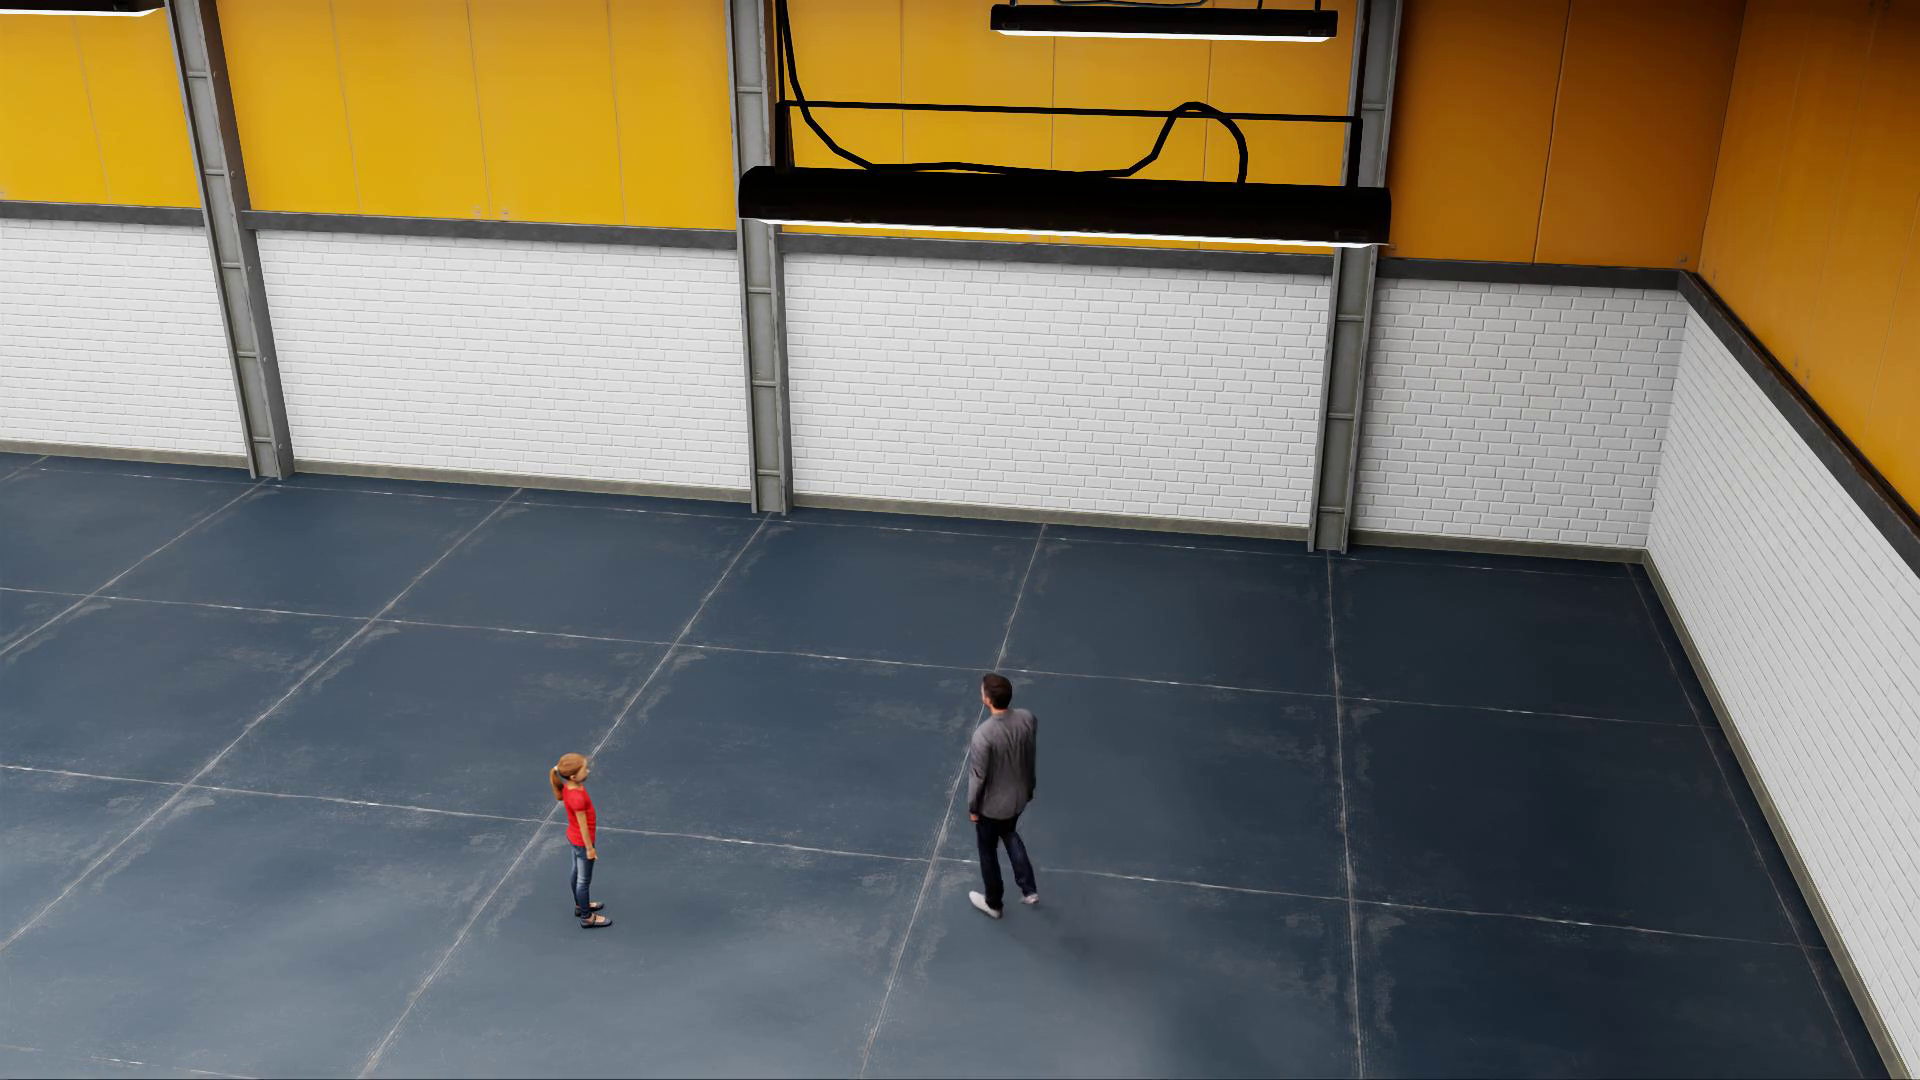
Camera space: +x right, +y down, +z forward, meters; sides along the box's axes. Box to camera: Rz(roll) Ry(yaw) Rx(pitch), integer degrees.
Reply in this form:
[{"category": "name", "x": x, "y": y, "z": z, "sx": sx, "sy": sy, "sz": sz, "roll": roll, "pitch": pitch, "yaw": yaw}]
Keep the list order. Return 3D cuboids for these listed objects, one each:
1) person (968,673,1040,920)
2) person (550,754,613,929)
[{"category": "person", "x": 0.333, "y": 1.772, "z": 11.195, "sx": 0.902, "sy": 1.857, "sz": 0.962, "roll": -17, "pitch": 29, "yaw": -33}, {"category": "person", "x": -2.583, "y": 2.025, "z": 11.297, "sx": 0.621, "sy": 1.311, "sz": 0.571, "roll": -10, "pitch": 26, "yaw": -22}]
